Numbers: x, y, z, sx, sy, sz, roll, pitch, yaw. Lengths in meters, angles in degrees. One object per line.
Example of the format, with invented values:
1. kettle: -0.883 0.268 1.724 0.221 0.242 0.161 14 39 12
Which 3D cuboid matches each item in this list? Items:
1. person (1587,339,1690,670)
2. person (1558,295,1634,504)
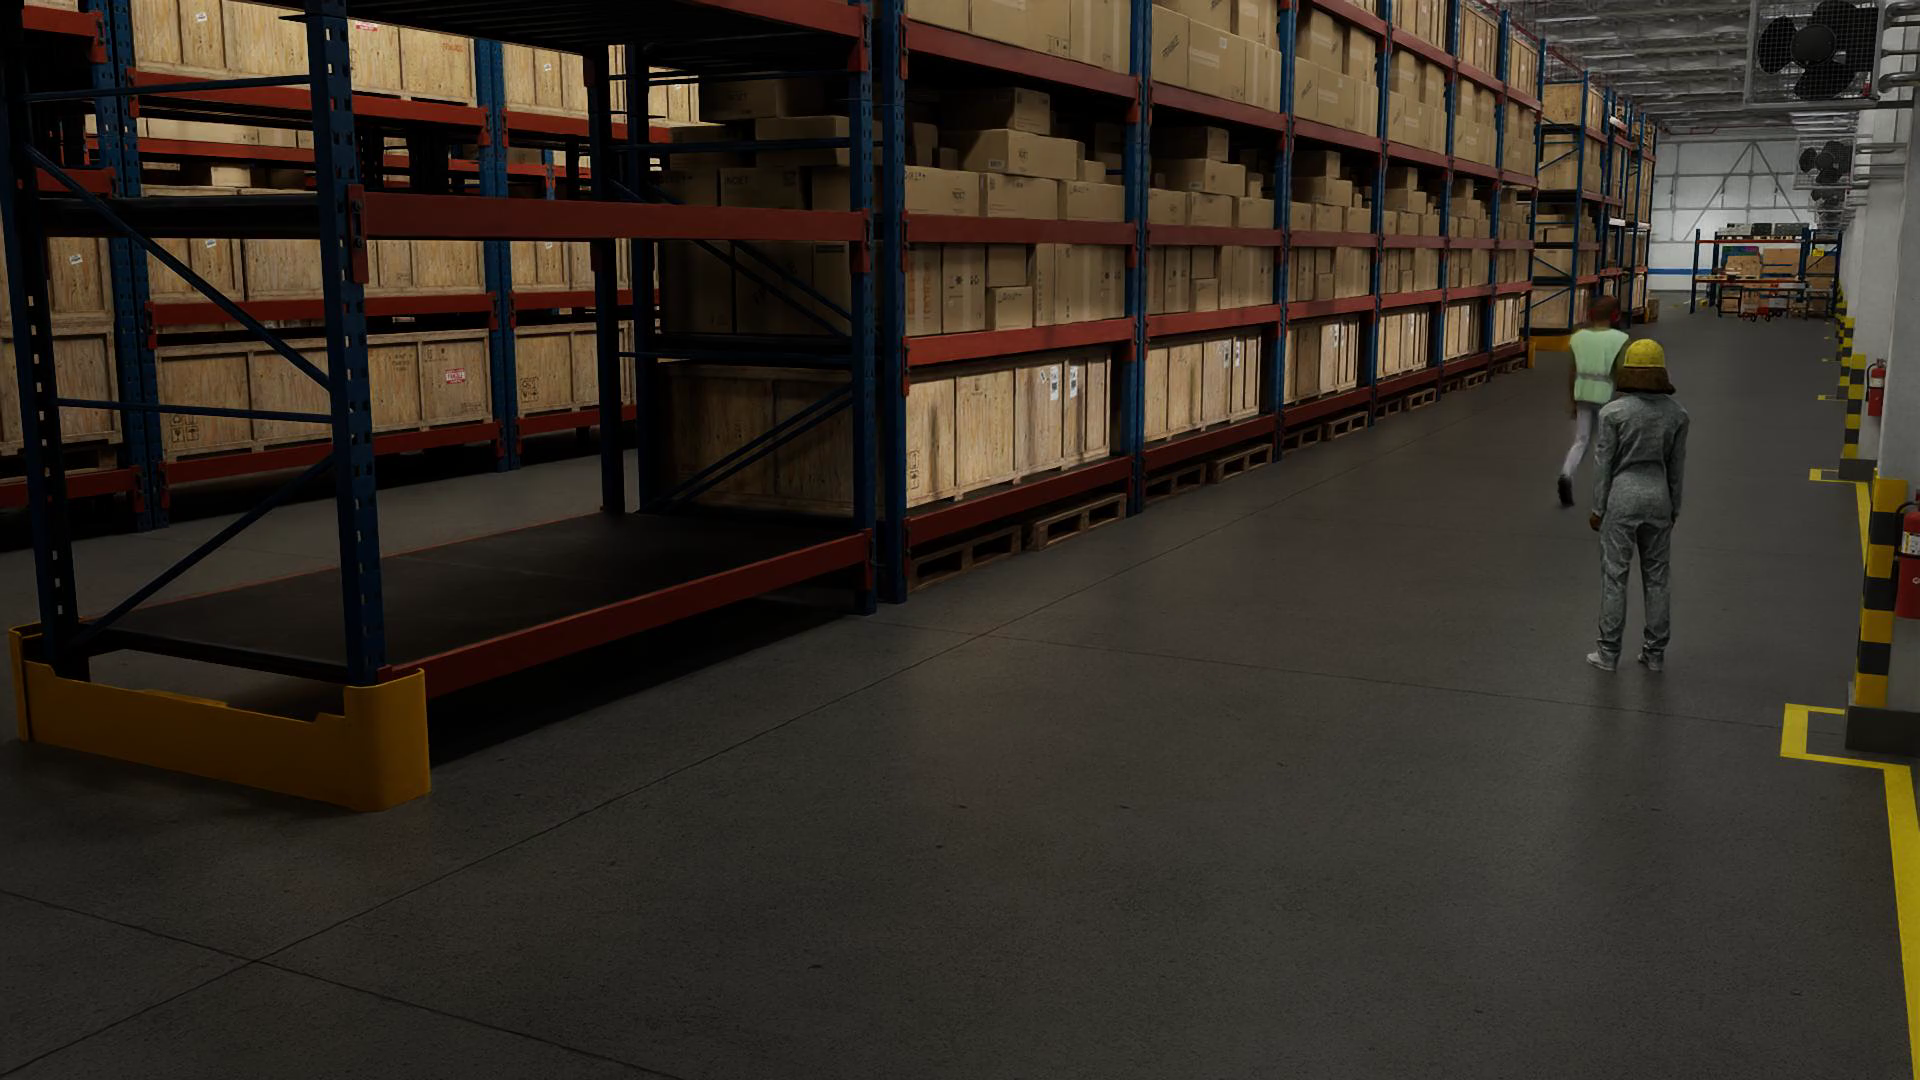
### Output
1. person: 3.533 -0.179 8.702 0.480 1.733 0.336 -1 10 -5
2. person: 5.478 -1.188 14.297 0.749 1.820 0.576 -7 12 -36
